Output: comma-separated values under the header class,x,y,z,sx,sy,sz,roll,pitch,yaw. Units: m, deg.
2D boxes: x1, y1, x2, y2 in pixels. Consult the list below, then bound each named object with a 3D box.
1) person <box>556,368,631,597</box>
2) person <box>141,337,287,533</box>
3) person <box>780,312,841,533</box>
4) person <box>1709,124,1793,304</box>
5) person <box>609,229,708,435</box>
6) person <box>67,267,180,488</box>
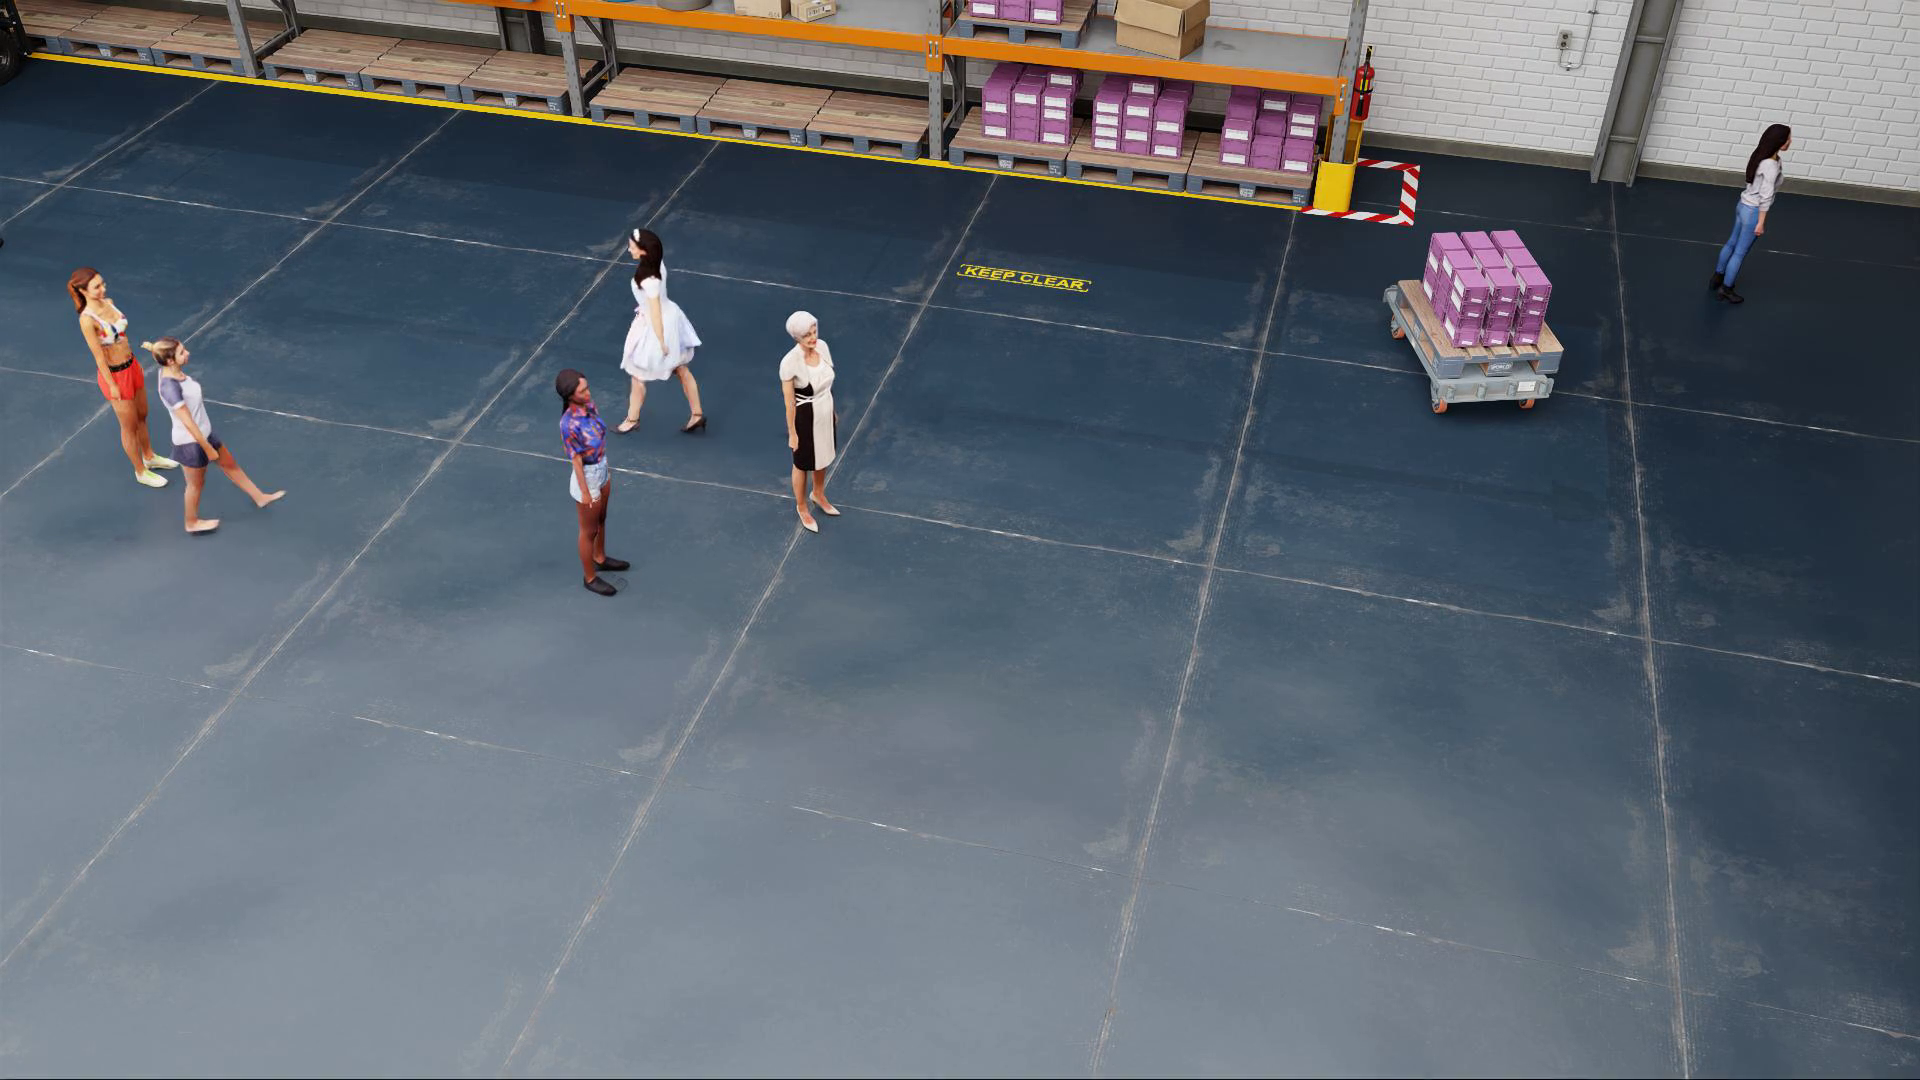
class,x,y,z,sx,sy,sz,roll,pitch,yaw
person,-2.525,-0.417,11.324,0.538,1.743,0.609,6,39,7
person,-5.524,-0.703,11.811,1.036,1.583,0.892,-12,40,-15
person,-1.067,-0.861,11.871,0.668,1.754,0.713,25,45,28
person,6.879,-2.856,14.467,0.569,1.632,0.641,3,39,4
person,-2.194,-1.555,12.716,1.078,1.785,0.813,1,39,2
person,-6.208,-1.217,12.289,0.599,1.789,0.628,1,39,2
